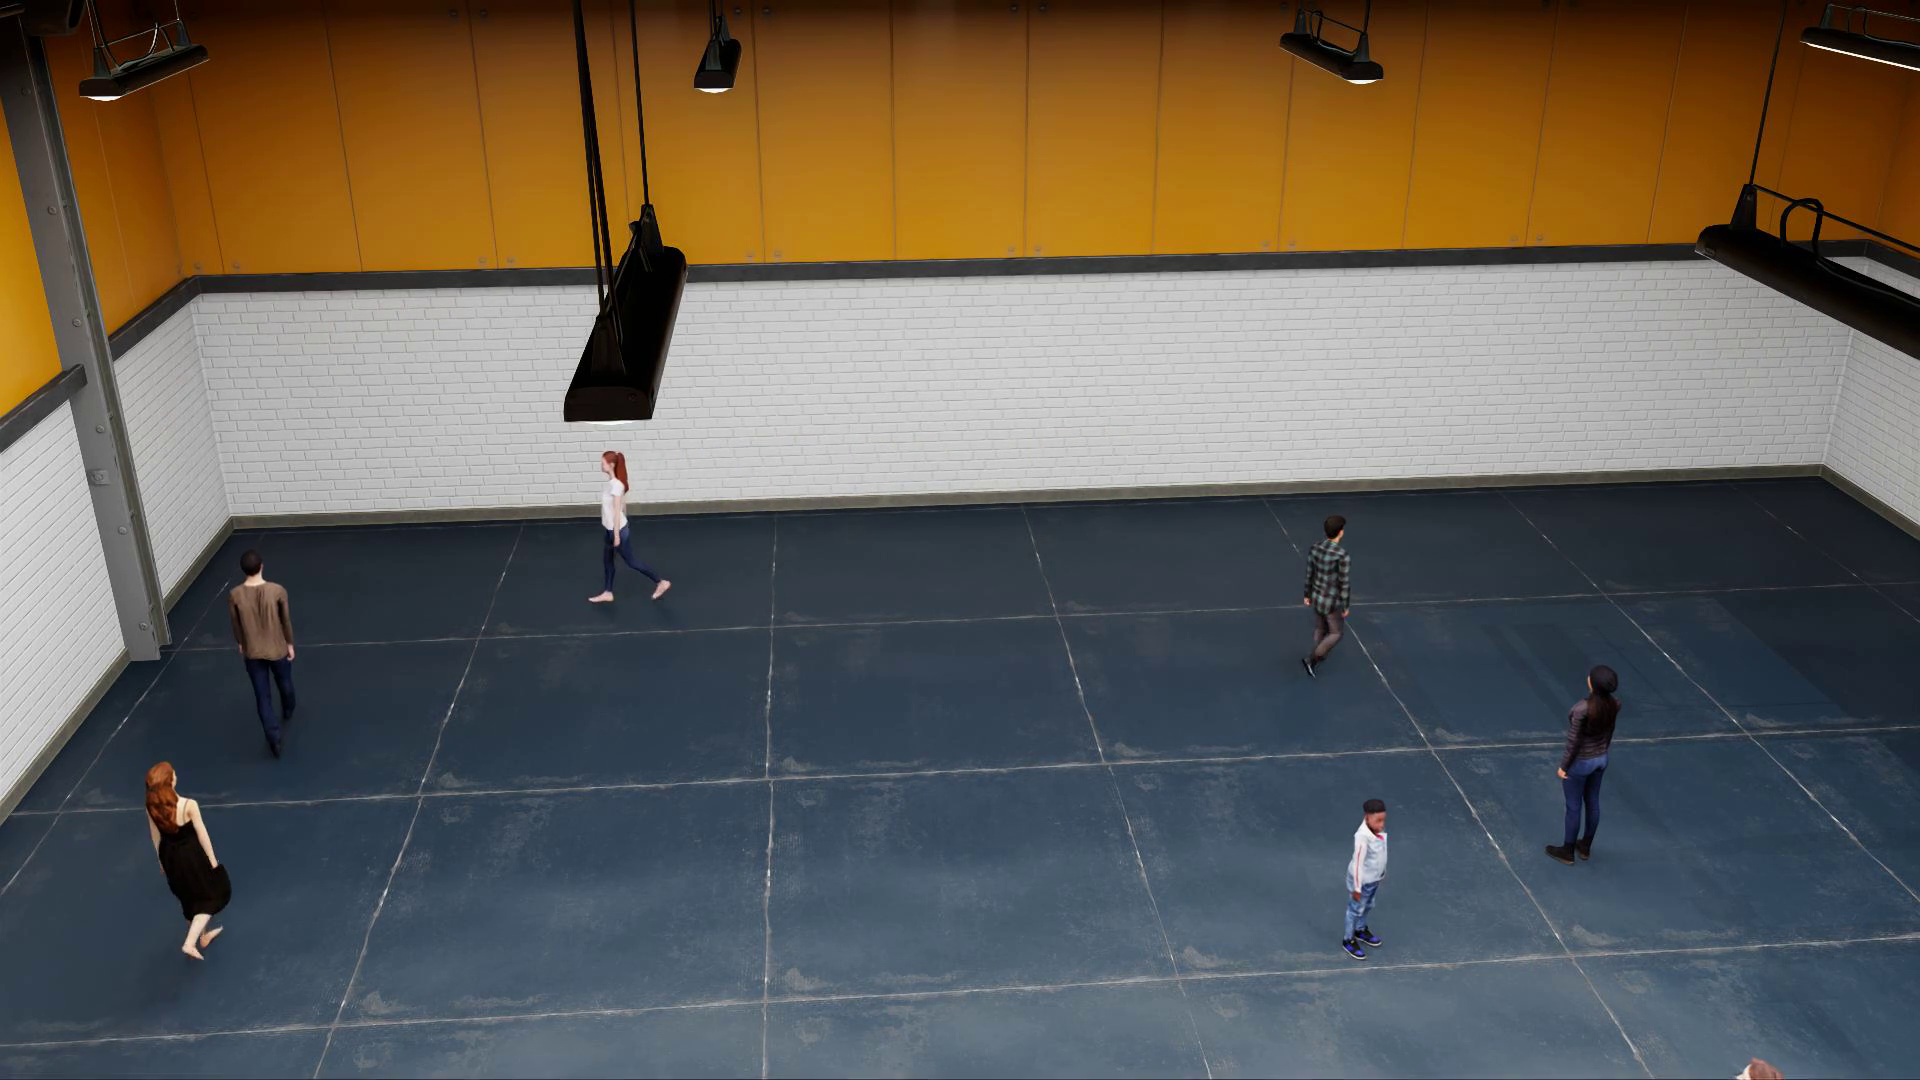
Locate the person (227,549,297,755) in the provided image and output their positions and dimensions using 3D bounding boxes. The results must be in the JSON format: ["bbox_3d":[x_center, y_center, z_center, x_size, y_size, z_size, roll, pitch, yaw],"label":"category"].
[{"bbox_3d":[-6.177,1.028,14.773,0.869,1.831,1.222,-8,25,-18],"label":"person"}]

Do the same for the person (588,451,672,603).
[{"bbox_3d":[-3.505,-0.109,17.525,0.670,1.710,1.053,-4,24,-8],"label":"person"}]

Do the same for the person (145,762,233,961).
[{"bbox_3d":[-5.634,2.355,12.007,0.672,1.616,0.830,3,24,7],"label":"person"}]

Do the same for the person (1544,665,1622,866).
[{"bbox_3d":[4.971,1.770,13.182,0.692,1.746,0.684,-11,26,-23],"label":"person"}]

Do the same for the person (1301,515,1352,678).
[{"bbox_3d":[3.543,0.584,16.268,0.935,1.703,0.927,-17,29,-34],"label":"person"}]

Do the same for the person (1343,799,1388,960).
[{"bbox_3d":[2.986,2.453,12.229,0.616,1.259,0.562,22,32,40],"label":"person"}]
